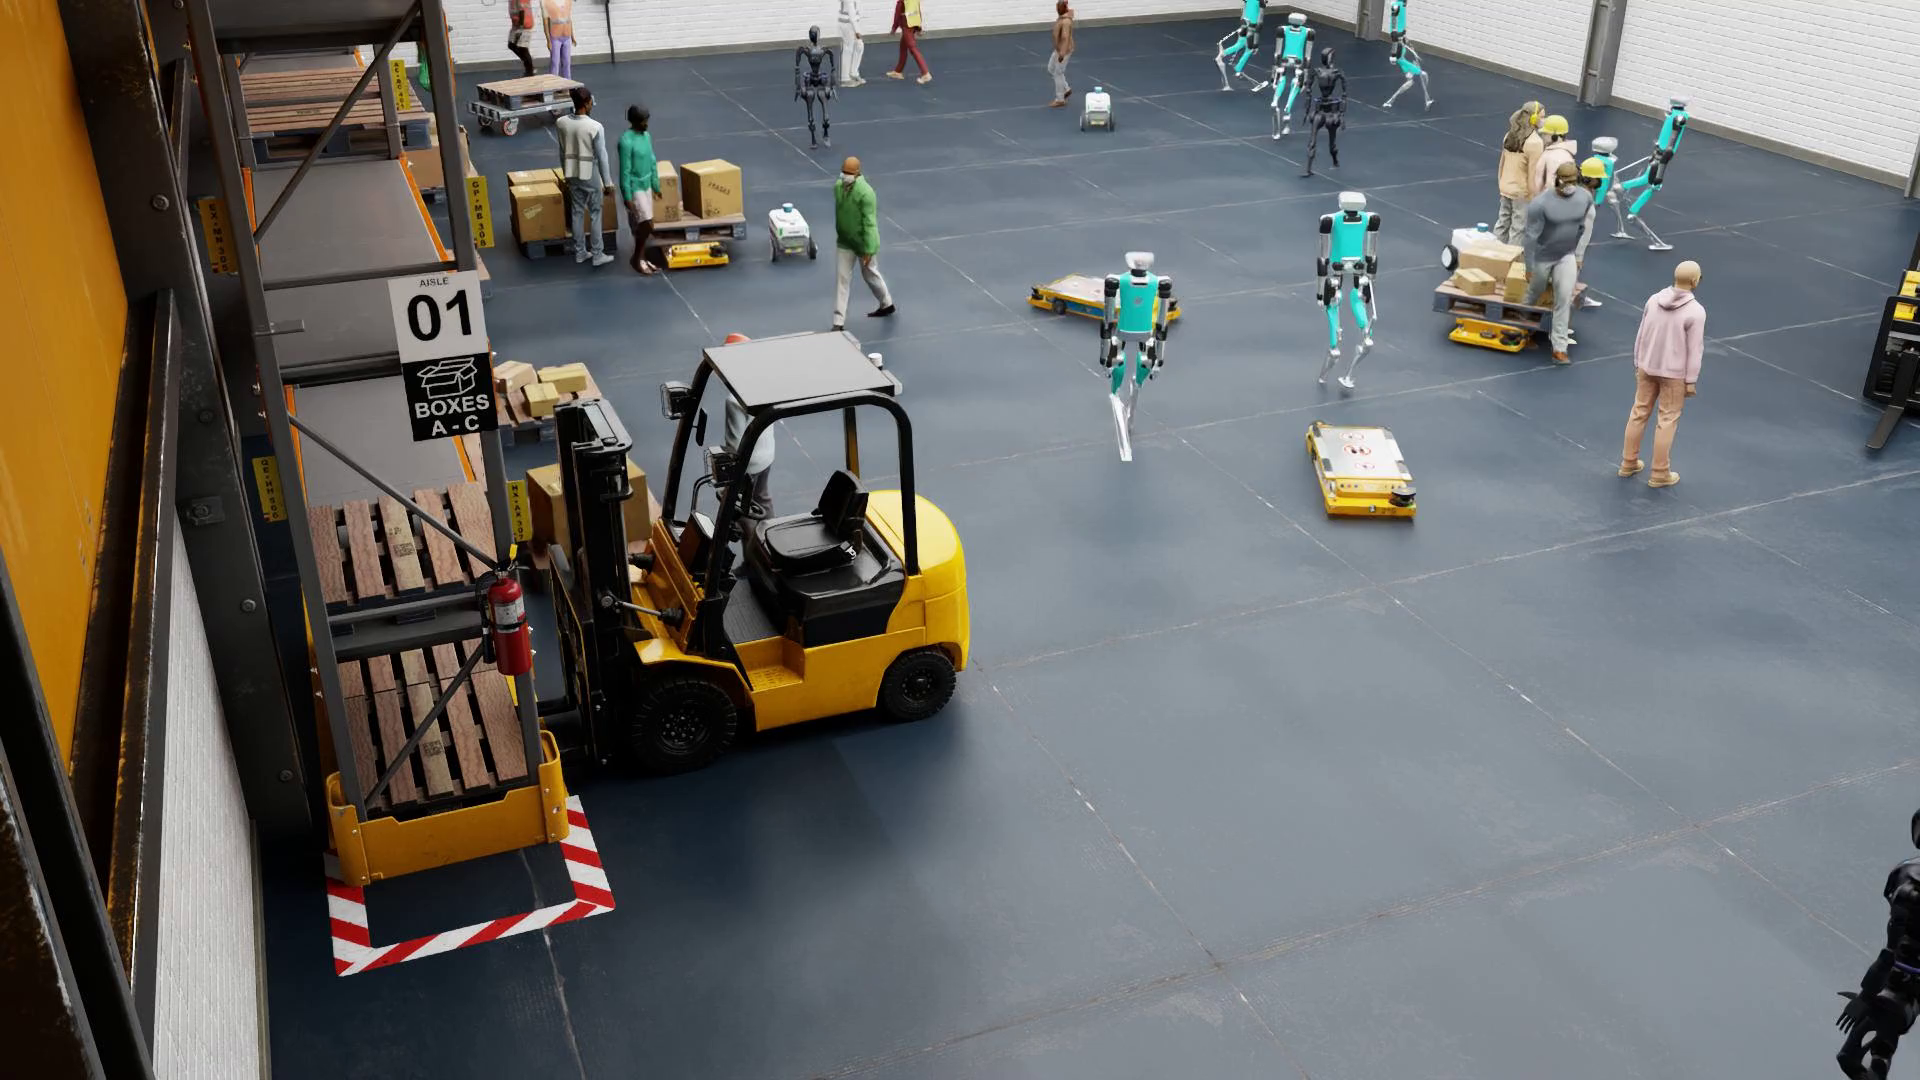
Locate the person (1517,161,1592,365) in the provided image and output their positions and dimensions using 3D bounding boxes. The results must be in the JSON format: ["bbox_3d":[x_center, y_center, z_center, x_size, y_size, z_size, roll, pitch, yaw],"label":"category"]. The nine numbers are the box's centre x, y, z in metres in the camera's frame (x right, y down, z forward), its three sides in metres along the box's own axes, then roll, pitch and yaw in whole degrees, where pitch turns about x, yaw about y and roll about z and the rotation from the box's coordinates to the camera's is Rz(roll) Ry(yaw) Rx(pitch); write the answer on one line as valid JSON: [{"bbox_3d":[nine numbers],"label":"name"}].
[{"bbox_3d":[5.455,-2.563,15.292,0.632,1.878,0.995,-3,27,-7],"label":"person"}]

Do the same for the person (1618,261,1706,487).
[{"bbox_3d":[5.437,-1.283,12.852,0.402,1.782,0.530,-18,32,-31],"label":"person"}]

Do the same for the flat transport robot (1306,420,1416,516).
[{"bbox_3d":[3.148,-0.574,13.129,0.659,0.231,1.431,2,27,3],"label":"flat transport robot"}]

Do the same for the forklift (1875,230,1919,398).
[{"bbox_3d":[9.029,-2.397,14.618,1.214,2.155,2.313,18,32,32],"label":"forklift"}]

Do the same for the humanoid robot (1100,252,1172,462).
[{"bbox_3d":[1.377,-1.565,13.499,0.545,1.783,0.917,0,27,1],"label":"humanoid robot"}]

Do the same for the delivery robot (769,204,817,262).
[{"bbox_3d":[-1.903,-3.438,18.497,0.499,0.585,0.765,-7,28,-13],"label":"delivery robot"}]

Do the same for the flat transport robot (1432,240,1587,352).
[{"bbox_3d":[5.361,-2.172,16.307,0.659,0.231,1.431,16,31,29],"label":"flat transport robot"}]

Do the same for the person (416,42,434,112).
[{"bbox_3d":[-7.869,-7.154,24.485,0.420,1.825,0.553,-14,30,-26],"label":"person"}]

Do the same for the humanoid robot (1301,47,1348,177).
[{"bbox_3d":[4.742,-5.527,21.488,0.610,1.646,0.777,19,32,32],"label":"humanoid robot"}]

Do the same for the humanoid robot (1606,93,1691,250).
[{"bbox_3d":[7.577,-4.068,18.456,0.902,1.768,0.540,7,28,14],"label":"humanoid robot"}]

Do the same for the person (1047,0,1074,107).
[{"bbox_3d":[1.520,-7.345,25.081,0.371,1.622,0.505,-5,27,-9],"label":"person"}]

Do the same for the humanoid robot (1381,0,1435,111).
[{"bbox_3d":[6.861,-7.317,24.937,0.958,1.770,0.542,12,29,23],"label":"humanoid robot"}]

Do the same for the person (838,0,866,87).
[{"bbox_3d":[-1.674,-8.141,26.394,0.569,1.869,0.595,-1,27,-3],"label":"person"}]

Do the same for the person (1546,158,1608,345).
[{"bbox_3d":[5.859,-2.749,15.789,0.321,1.767,0.532,7,28,14],"label":"person"}]

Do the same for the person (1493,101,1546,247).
[{"bbox_3d":[5.852,-3.654,17.470,0.390,1.874,0.562,-10,28,-19],"label":"person"}]

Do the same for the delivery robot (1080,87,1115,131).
[{"bbox_3d":[1.994,-6.233,24.068,0.499,0.597,0.779,1,27,3],"label":"delivery robot"}]

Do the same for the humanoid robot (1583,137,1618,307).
[{"bbox_3d":[6.090,-3.193,16.736,0.934,1.770,0.561,14,30,25],"label":"humanoid robot"}]

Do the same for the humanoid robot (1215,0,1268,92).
[{"bbox_3d":[4.335,-7.707,25.694,1.052,1.735,0.562,-12,29,-22],"label":"humanoid robot"}]

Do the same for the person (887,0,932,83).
[{"bbox_3d":[-0.798,-8.275,26.834,0.925,1.729,0.467,14,30,26],"label":"person"}]

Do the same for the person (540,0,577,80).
[{"bbox_3d":[-6.163,-7.719,25.584,0.391,1.847,0.563,19,32,33],"label":"person"}]

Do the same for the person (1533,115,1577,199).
[{"bbox_3d":[6.000,-3.390,16.958,0.429,1.862,0.826,7,28,14],"label":"person"}]

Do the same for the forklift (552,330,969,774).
[{"bbox_3d":[-1.094,0.010,9.831,2.313,2.155,1.214,-10,28,-20],"label":"forklift"}]

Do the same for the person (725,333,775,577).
[{"bbox_3d":[-1.472,-0.589,11.523,0.351,1.737,0.572,9,28,18],"label":"person"}]

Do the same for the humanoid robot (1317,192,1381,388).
[{"bbox_3d":[3.410,-2.081,14.523,0.541,1.807,0.795,-2,27,-4],"label":"humanoid robot"}]

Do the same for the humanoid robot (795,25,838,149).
[{"bbox_3d":[-1.967,-6.180,22.701,0.591,1.648,0.346,-1,27,-1],"label":"humanoid robot"}]

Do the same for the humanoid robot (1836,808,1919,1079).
[{"bbox_3d":[3.936,1.817,6.795,0.589,1.644,0.482,-21,33,-35],"label":"humanoid robot"}]

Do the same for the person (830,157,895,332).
[{"bbox_3d":[-1.000,-2.898,16.144,0.574,1.721,0.910,18,32,31],"label":"person"}]

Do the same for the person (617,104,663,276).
[{"bbox_3d":[-3.387,-3.692,17.585,0.471,1.831,0.535,8,28,16],"label":"person"}]

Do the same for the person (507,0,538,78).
[{"bbox_3d":[-7.006,-8.220,26.494,0.411,1.927,0.638,-15,30,-27],"label":"person"}]

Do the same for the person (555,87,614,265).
[{"bbox_3d":[-4.040,-3.912,17.951,0.596,1.908,0.411,11,29,20],"label":"person"}]

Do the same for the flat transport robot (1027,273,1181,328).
[{"bbox_3d":[1.444,-2.400,16.761,1.431,0.231,0.659,20,33,34],"label":"flat transport robot"}]

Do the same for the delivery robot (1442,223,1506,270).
[{"bbox_3d":[5.556,-3.093,17.813,0.499,0.587,0.787,-5,27,-10],"label":"delivery robot"}]

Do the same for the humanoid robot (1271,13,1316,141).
[{"bbox_3d":[4.534,-6.326,22.969,0.557,1.752,1.035,8,28,16],"label":"humanoid robot"}]

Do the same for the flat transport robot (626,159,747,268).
[{"bbox_3d":[-3.050,-3.359,18.670,0.659,0.231,1.431,-7,28,-14],"label":"flat transport robot"}]
